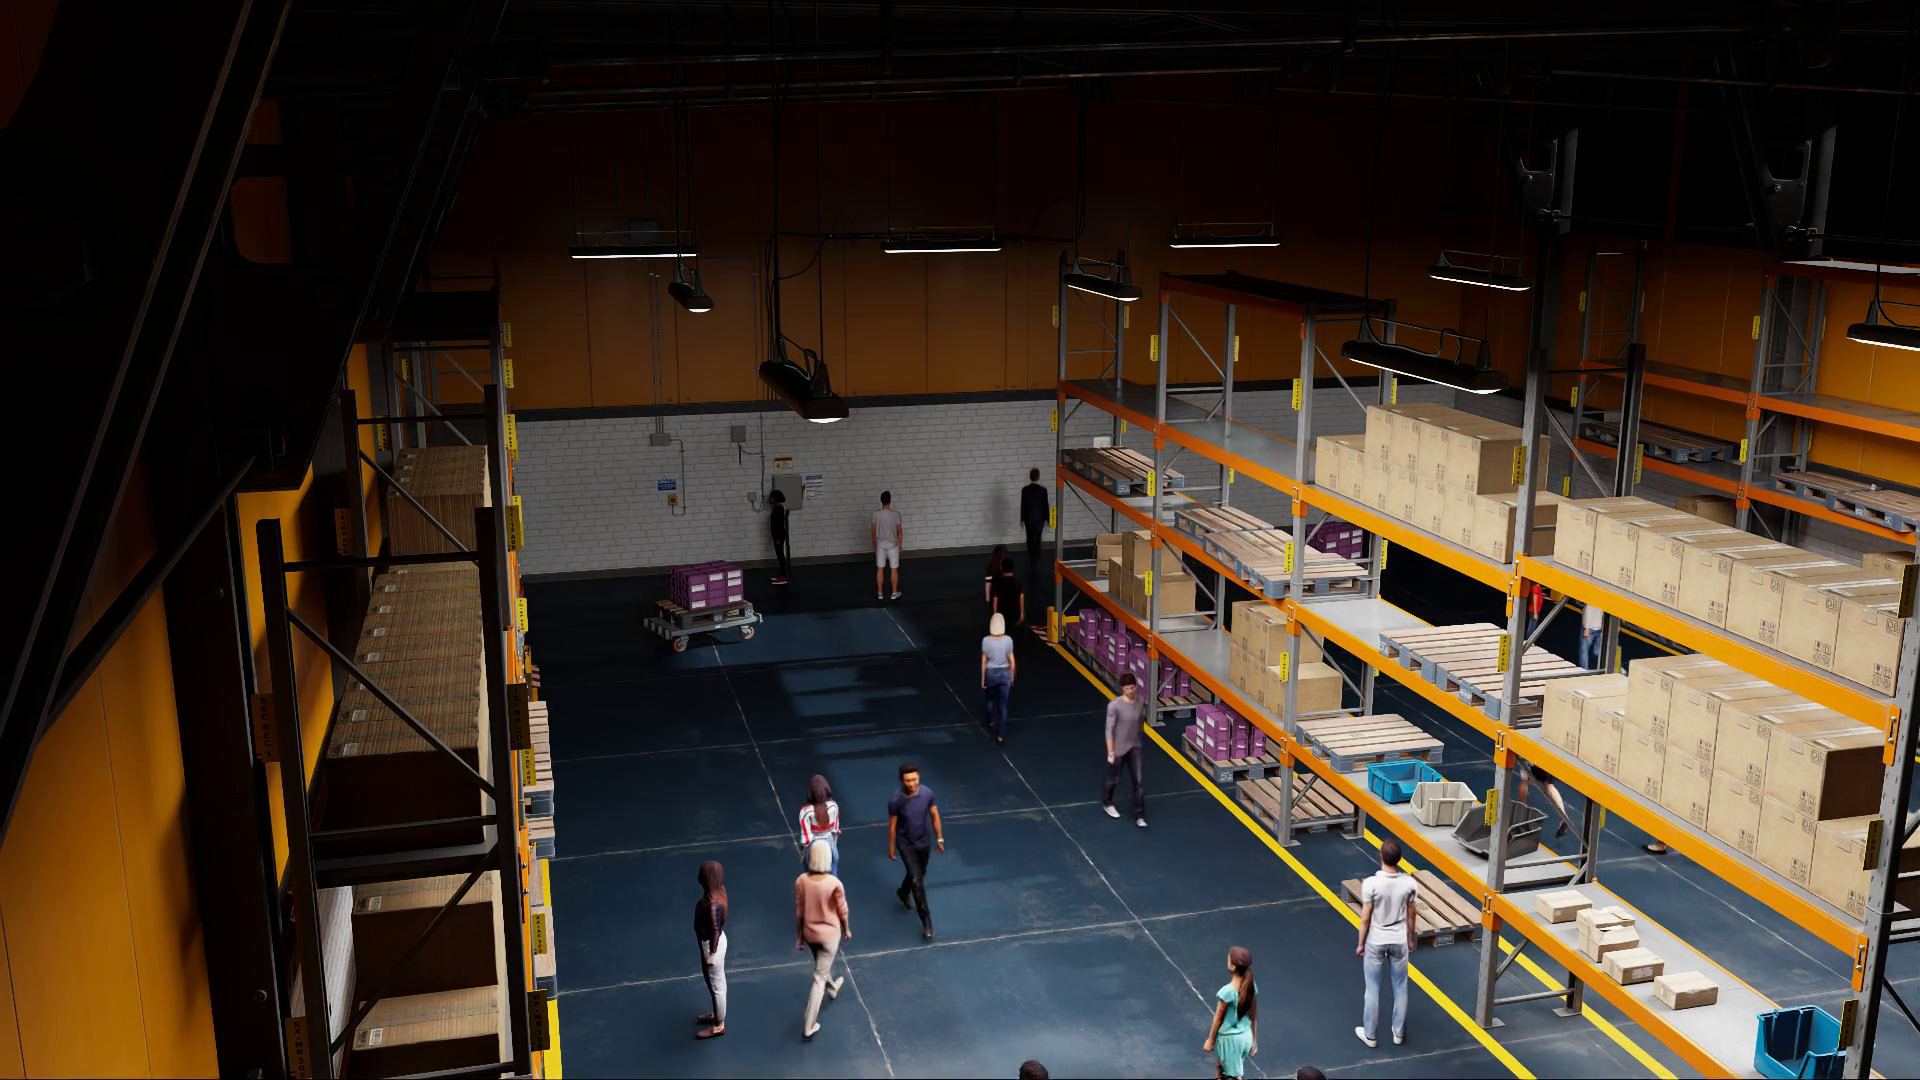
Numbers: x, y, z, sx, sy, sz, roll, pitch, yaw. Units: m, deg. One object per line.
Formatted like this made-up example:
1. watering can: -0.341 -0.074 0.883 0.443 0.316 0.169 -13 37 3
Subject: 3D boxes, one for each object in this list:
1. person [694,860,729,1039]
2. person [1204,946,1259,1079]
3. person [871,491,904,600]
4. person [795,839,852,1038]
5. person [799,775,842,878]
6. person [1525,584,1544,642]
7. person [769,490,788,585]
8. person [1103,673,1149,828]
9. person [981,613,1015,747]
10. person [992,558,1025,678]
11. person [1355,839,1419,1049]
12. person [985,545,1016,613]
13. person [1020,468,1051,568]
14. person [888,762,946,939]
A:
1. person: -2.162 3.528 14.431 0.689 1.608 0.524 -1 14 -6
2. person: 2.179 3.932 12.927 0.836 1.531 1.128 -11 17 -37
3. person: -1.241 0.082 28.138 0.756 1.855 0.701 1 14 6
4. person: -1.240 3.487 14.457 1.037 1.675 1.200 5 15 21
5. person: -1.367 3.066 16.327 0.638 1.613 0.593 -8 16 -29
6. person: 8.690 1.074 25.196 0.638 1.311 0.570 6 15 23
7. person: -3.173 -0.071 29.152 0.682 1.675 0.488 -2 14 -7
8. person: 1.846 2.335 18.930 0.773 1.808 1.080 -7 15 -26
9. person: 0.492 1.812 21.352 0.755 1.686 1.087 0 14 0
10. person: 0.711 1.151 24.007 0.754 1.720 1.199 -2 14 -7
11. person: 3.655 3.448 14.245 0.687 1.850 0.606 -1 14 -4
12. person: 0.611 0.924 25.234 0.822 1.585 1.178 0 14 1
13. person: 1.351 -0.376 30.194 1.045 1.777 1.289 3 14 12
14. person: -0.477 2.979 16.403 0.786 1.747 1.144 -6 15 -23
